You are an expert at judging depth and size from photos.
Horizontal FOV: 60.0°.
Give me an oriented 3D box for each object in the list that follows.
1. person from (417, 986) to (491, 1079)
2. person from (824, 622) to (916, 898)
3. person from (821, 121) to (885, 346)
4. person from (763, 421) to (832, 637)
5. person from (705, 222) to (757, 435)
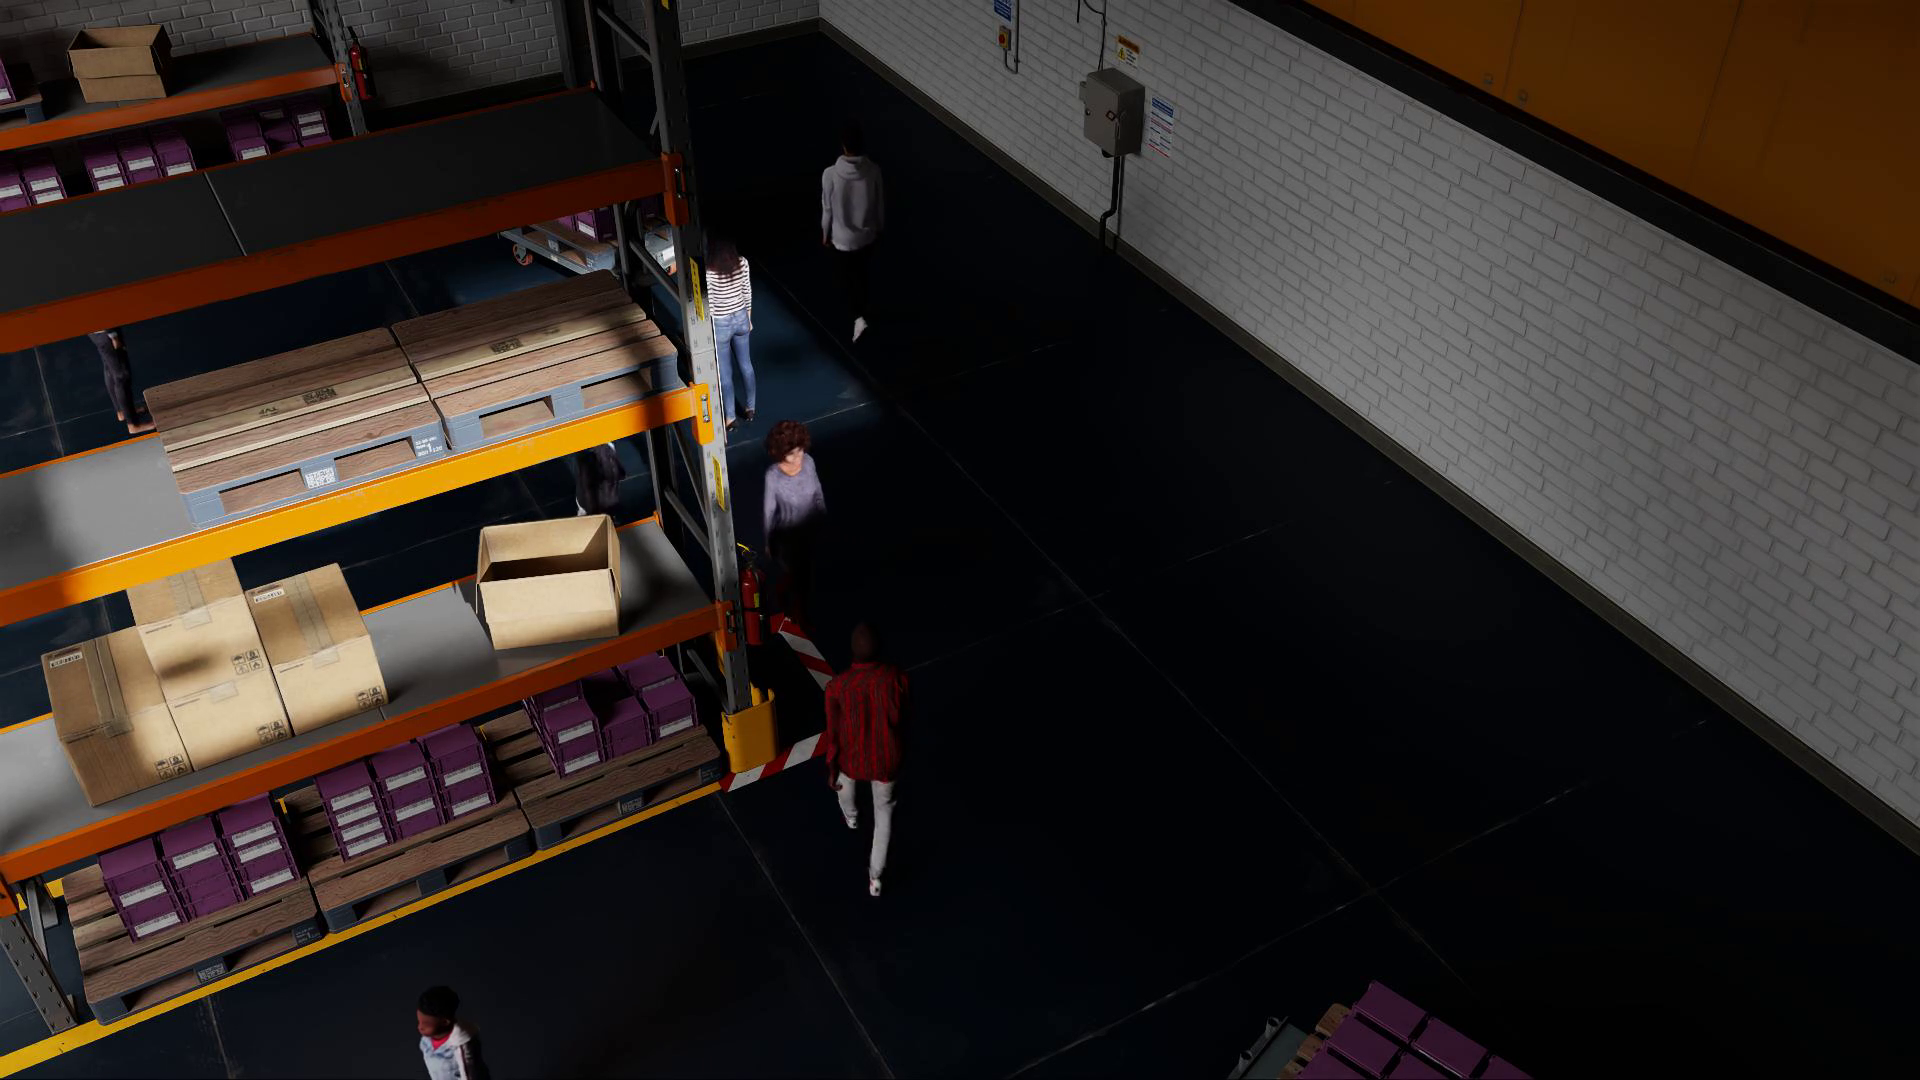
[{"bbox_3d":[-2.349,2.547,7.994,0.646,1.247,0.853,28,46,30],"label":"person"},{"bbox_3d":[-0.475,1.250,9.181,1.097,1.794,1.004,-4,39,-5],"label":"person"},{"bbox_3d":[-0.867,-2.500,13.784,1.042,1.909,0.906,-10,40,-12],"label":"person"},{"bbox_3d":[-1.149,-0.085,10.926,0.776,1.702,0.695,30,47,32],"label":"person"},{"bbox_3d":[-1.774,-1.618,12.769,0.463,1.797,0.668,-27,46,-30],"label":"person"}]
